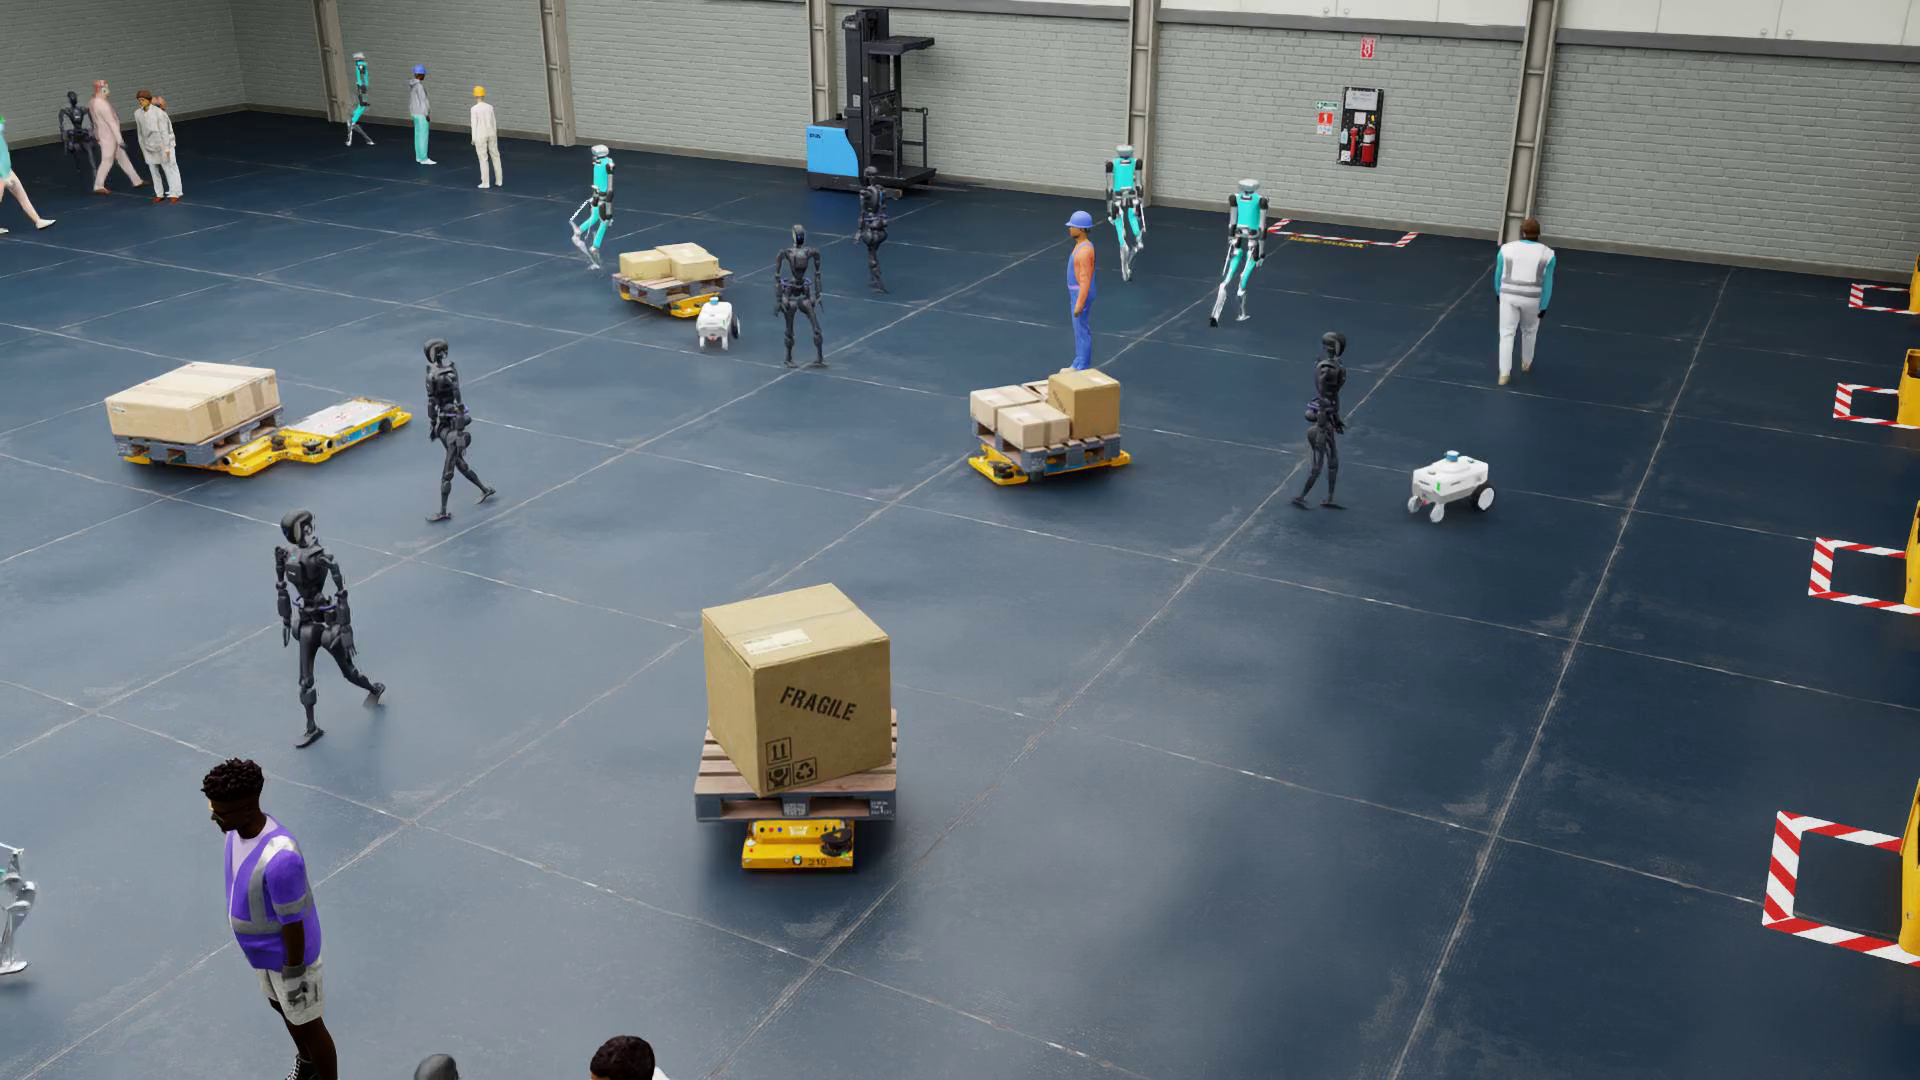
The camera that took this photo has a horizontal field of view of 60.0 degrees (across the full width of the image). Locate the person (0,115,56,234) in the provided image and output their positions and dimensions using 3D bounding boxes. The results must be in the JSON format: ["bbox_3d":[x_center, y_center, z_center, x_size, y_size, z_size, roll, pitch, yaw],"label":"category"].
[{"bbox_3d":[-14.374,-5.532,25.072,0.983,1.821,0.520,0,23,0],"label":"person"}]

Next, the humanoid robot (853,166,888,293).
[{"bbox_3d":[-1.199,-4.107,21.958,0.604,1.641,0.601,15,27,30],"label":"humanoid robot"}]

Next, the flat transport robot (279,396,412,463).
[{"bbox_3d":[-6.265,-1.118,16.765,0.659,0.231,1.431,9,25,20],"label":"flat transport robot"}]

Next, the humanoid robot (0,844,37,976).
[{"bbox_3d":[-5.089,1.653,8.514,0.756,1.825,0.539,-13,27,-28],"label":"humanoid robot"}]

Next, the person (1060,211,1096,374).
[{"bbox_3d":[1.314,-2.670,18.302,0.363,1.910,0.512,0,23,-1],"label":"person"}]

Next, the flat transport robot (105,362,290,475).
[{"bbox_3d":[-7.342,-0.878,16.207,1.431,0.231,0.659,7,24,15],"label":"flat transport robot"}]

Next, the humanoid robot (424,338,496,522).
[{"bbox_3d":[-4.541,-1.014,14.796,0.777,1.628,0.608,-21,31,-40],"label":"humanoid robot"}]

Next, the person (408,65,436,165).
[{"bbox_3d":[-9.817,-7.754,30.330,0.397,1.765,0.510,-14,27,-30],"label":"person"}]

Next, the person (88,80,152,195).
[{"bbox_3d":[-14.256,-6.769,27.920,1.008,1.841,0.656,-17,29,-35],"label":"person"}]

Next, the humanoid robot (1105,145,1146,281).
[{"bbox_3d":[2.302,-4.368,22.600,0.555,1.877,0.797,-5,24,-12],"label":"humanoid robot"}]

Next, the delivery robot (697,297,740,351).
[{"bbox_3d":[-2.917,-2.593,19.861,0.499,0.614,0.815,-1,23,-1],"label":"delivery robot"}]

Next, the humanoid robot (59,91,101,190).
[{"bbox_3d":[-14.825,-6.719,28.046,0.600,1.631,0.711,-17,29,-34],"label":"humanoid robot"}]

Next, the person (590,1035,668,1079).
[{"bbox_3d":[-1.086,2.583,6.089,0.407,1.905,0.601,-5,24,-12],"label":"person"}]

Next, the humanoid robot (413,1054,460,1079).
[{"bbox_3d":[-1.859,2.645,6.282,0.597,1.630,0.646,-2,23,-4],"label":"humanoid robot"}]

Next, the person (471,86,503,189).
[{"bbox_3d":[-8.079,-6.842,28.279,0.469,1.697,0.329,-21,31,-40],"label":"person"}]

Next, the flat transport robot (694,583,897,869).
[{"bbox_3d":[-0.999,1.590,10.461,0.659,0.231,1.431,-1,23,-2],"label":"flat transport robot"}]

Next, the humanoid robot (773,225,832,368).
[{"bbox_3d":[-1.817,-2.743,18.765,0.604,1.638,0.455,-11,26,-24],"label":"humanoid robot"}]

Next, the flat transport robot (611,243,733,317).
[{"bbox_3d":[-3.708,-3.138,21.469,0.659,0.231,1.431,-21,31,-40],"label":"flat transport robot"}]

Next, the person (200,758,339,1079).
[{"bbox_3d":[-3.159,1.865,7.691,0.371,1.958,0.596,-21,31,-40],"label":"person"}]

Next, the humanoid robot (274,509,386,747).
[{"bbox_3d":[-4.286,0.534,11.225,0.609,1.648,0.790,8,25,18],"label":"humanoid robot"}]

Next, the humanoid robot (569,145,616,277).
[{"bbox_3d":[-5.043,-4.410,22.643,0.761,1.848,0.546,-16,28,-33],"label":"humanoid robot"}]

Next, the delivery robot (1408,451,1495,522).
[{"bbox_3d":[4.421,-0.520,14.983,0.747,0.572,0.499,-15,28,-31],"label":"delivery robot"}]

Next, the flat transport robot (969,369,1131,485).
[{"bbox_3d":[0.846,-0.827,16.088,1.431,0.231,0.659,-11,26,-24],"label":"flat transport robot"}]

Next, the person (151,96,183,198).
[{"bbox_3d":[-13.186,-6.535,27.637,0.307,1.641,0.511,-11,26,-24],"label":"person"}]

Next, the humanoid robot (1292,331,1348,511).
[{"bbox_3d":[3.280,-1.057,14.846,0.473,1.645,0.585,10,25,23],"label":"humanoid robot"}]

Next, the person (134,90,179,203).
[{"bbox_3d":[-13.121,-6.404,27.114,0.510,1.824,0.369,0,23,1],"label":"person"}]

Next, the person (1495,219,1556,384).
[{"bbox_3d":[6.245,-2.687,18.506,0.610,1.787,0.935,8,24,17],"label":"person"}]

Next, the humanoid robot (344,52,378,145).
[{"bbox_3d":[-11.723,-8.429,32.037,0.807,1.854,0.559,-7,24,-16],"label":"humanoid robot"}]

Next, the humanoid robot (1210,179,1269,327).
[{"bbox_3d":[3.364,-3.471,20.452,0.560,1.813,0.890,17,29,35],"label":"humanoid robot"}]

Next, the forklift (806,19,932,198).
[{"bbox_3d":[-1.573,-7.292,27.850,1.873,2.768,1.129,12,26,25],"label":"forklift"}]
